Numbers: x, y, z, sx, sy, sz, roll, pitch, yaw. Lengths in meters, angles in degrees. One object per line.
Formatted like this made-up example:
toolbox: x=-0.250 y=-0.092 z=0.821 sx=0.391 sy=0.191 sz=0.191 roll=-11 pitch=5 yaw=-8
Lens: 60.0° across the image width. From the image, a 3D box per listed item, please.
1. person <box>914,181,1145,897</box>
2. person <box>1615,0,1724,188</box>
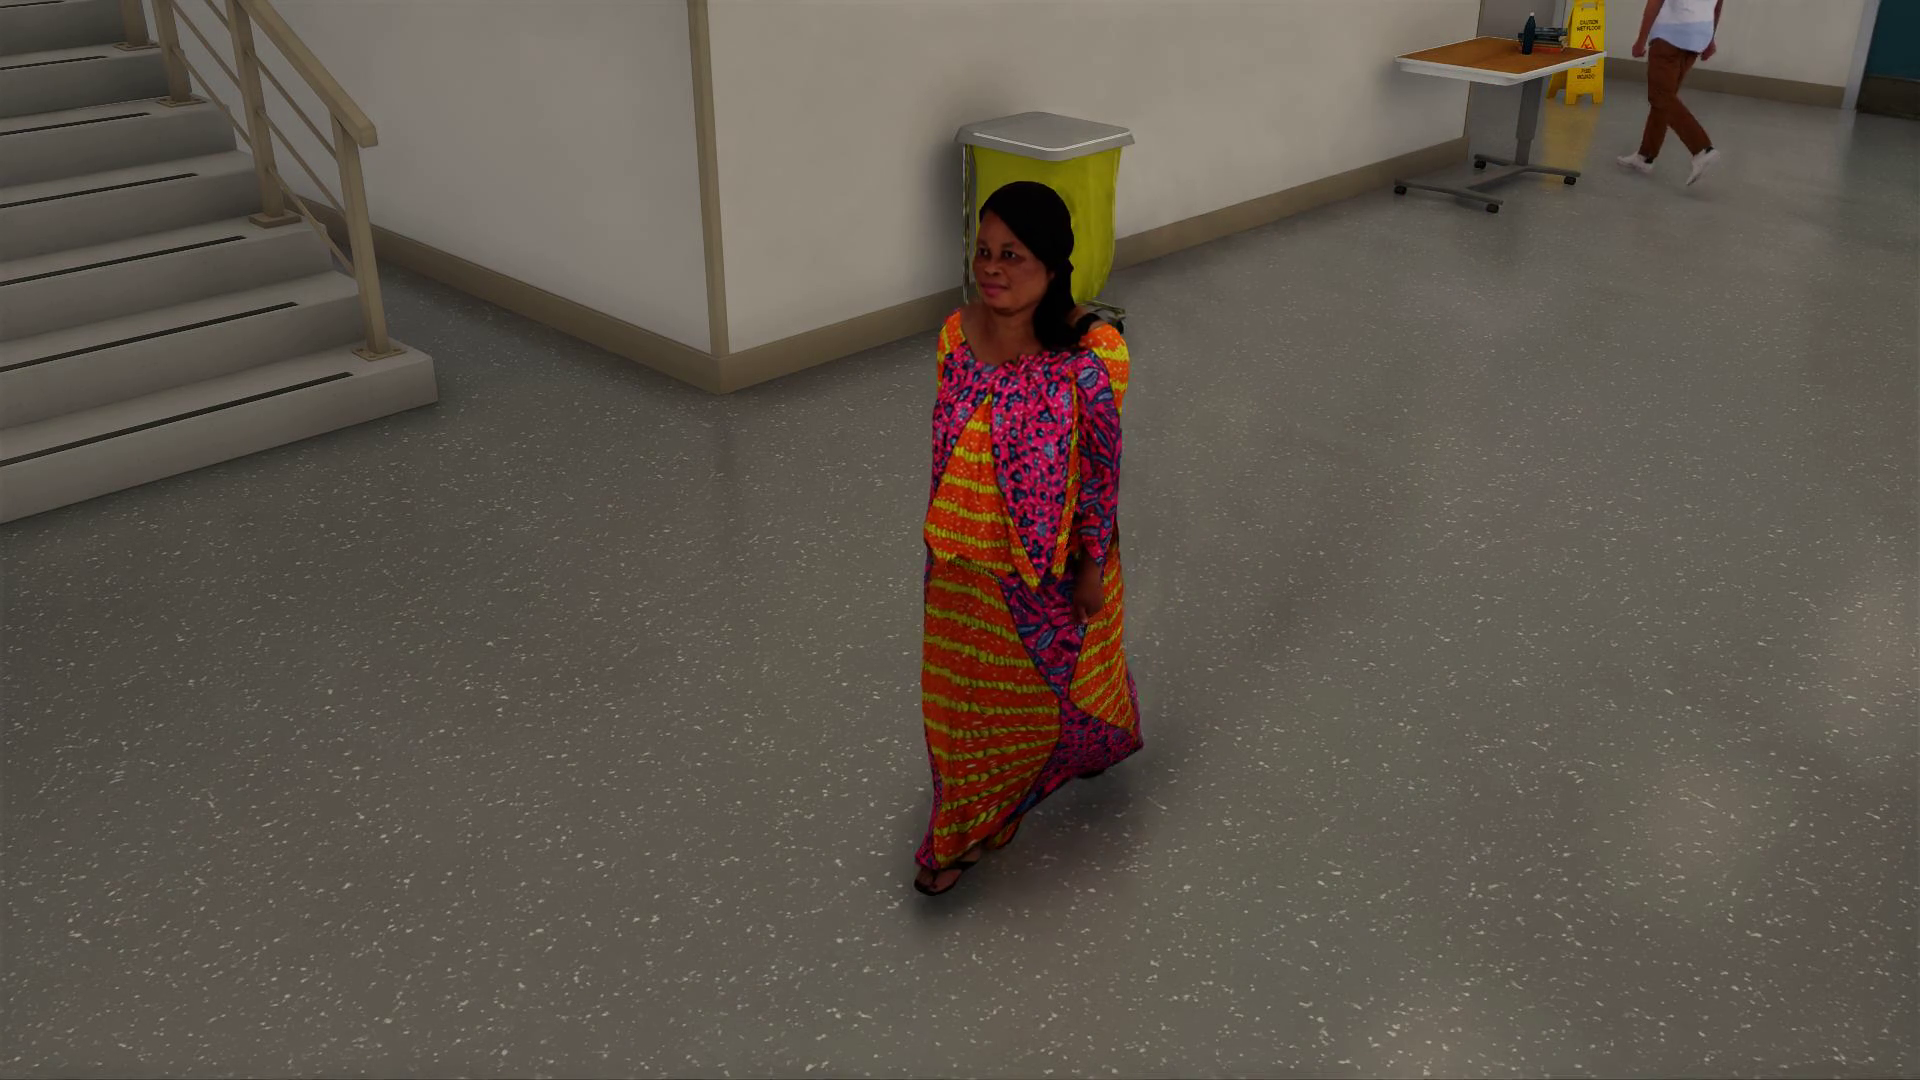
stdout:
person: x=0.196 y=-0.026 z=3.874 sx=1.133 sy=1.665 sz=0.949 roll=11 pitch=28 yaw=22
person: x=4.359 y=-3.019 z=9.921 sx=0.891 sy=1.804 sz=1.171 roll=-13 pitch=29 yaw=-25
